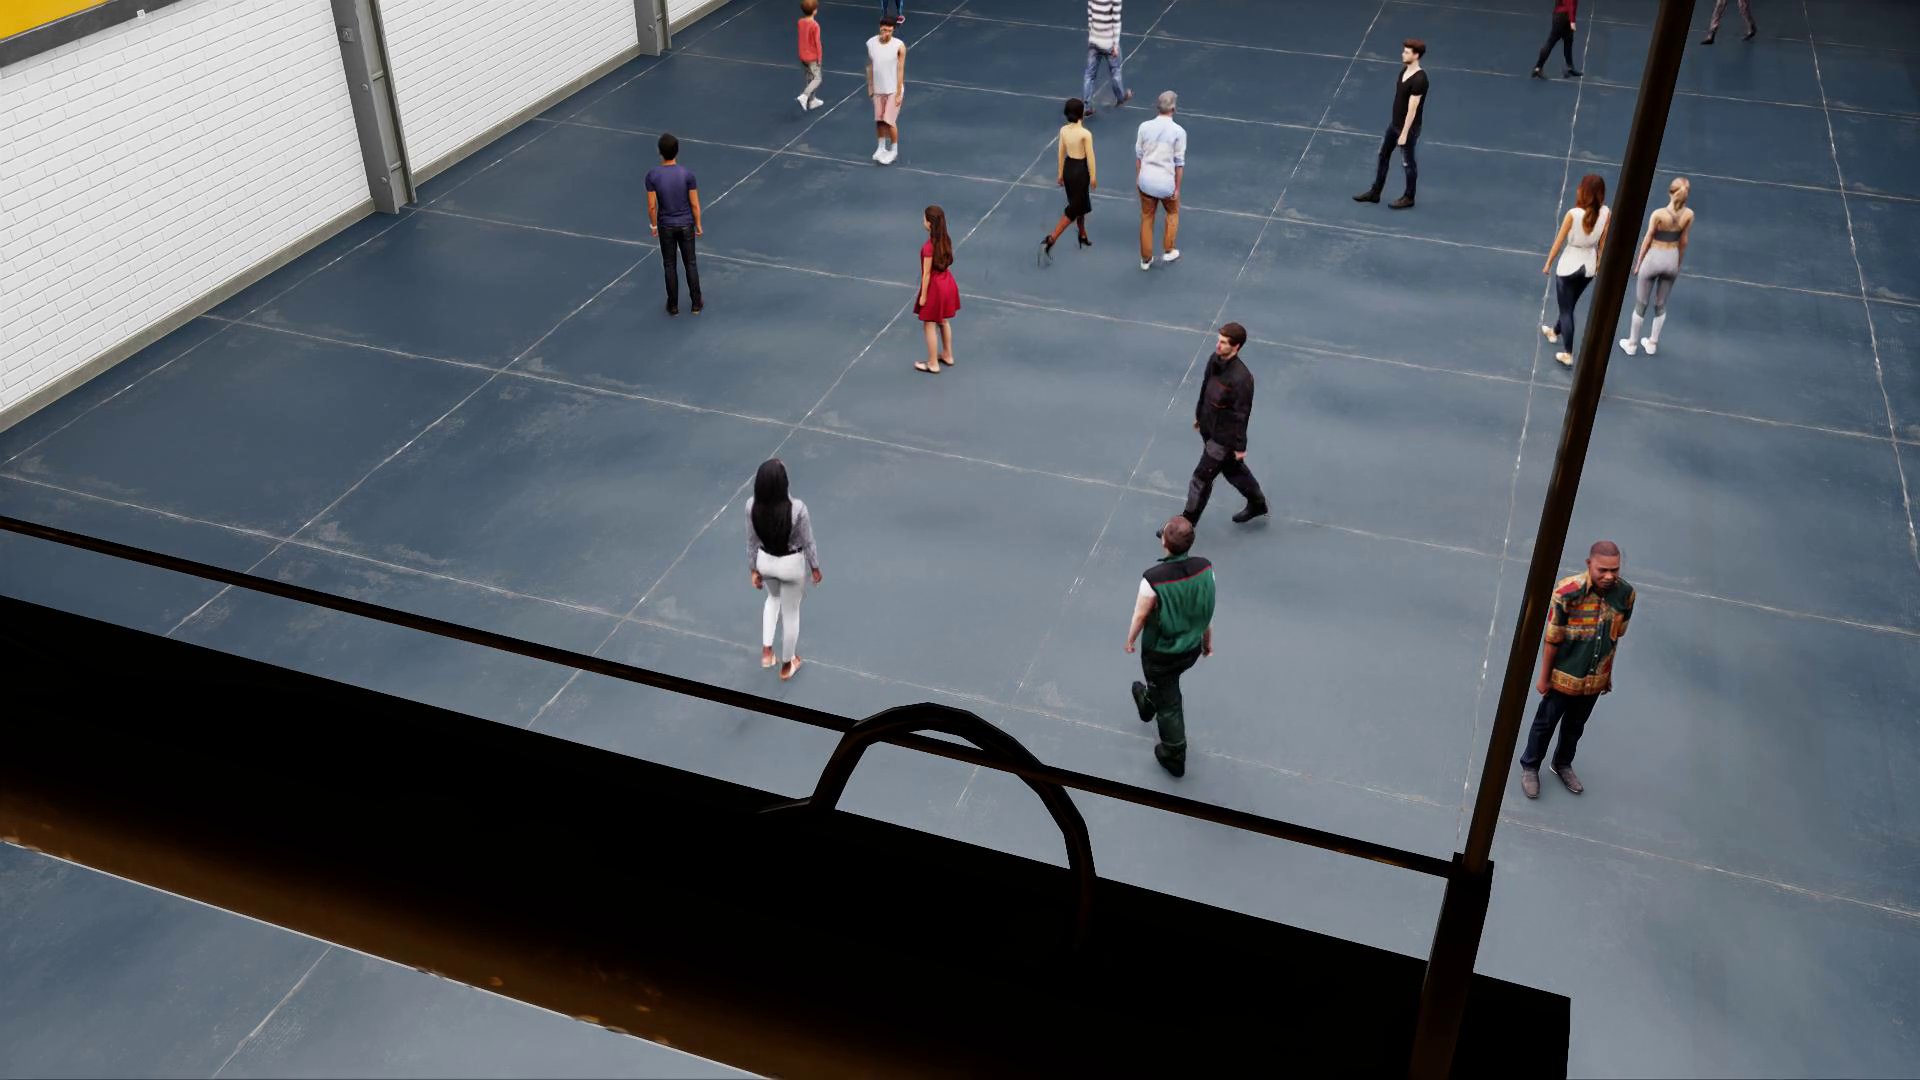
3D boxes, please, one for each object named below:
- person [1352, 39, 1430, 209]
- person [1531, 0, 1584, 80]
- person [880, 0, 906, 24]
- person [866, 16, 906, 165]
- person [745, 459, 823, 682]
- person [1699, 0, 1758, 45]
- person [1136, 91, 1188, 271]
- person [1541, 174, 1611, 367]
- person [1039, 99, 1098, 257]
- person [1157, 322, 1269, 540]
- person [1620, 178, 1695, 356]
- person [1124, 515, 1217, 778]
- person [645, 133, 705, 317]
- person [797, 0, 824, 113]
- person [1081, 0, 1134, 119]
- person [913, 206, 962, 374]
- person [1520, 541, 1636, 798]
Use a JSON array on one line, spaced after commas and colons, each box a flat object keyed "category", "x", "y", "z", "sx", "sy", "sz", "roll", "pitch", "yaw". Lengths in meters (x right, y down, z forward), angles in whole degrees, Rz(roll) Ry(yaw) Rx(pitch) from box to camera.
[{"category": "person", "x": 4.921, "y": -4.494, "z": 18.052, "sx": 1.016, "sy": 1.875, "sz": 1.009, "roll": -4, "pitch": 34, "yaw": -6}, {"category": "person", "x": 7.793, "y": -6.827, "z": 21.783, "sx": 0.733, "sy": 1.632, "sz": 0.861, "roll": 7, "pitch": 34, "yaw": 10}, {"category": "person", "x": -1.006, "y": -8.337, "z": 23.959, "sx": 0.641, "sy": 1.737, "sz": 0.658, "roll": -3, "pitch": 34, "yaw": -5}, {"category": "person", "x": -0.807, "y": -5.220, "z": 19.256, "sx": 0.675, "sy": 1.752, "sz": 0.694, "roll": 23, "pitch": 40, "yaw": 30}, {"category": "person", "x": -1.215, "y": 0.246, "z": 11.067, "sx": 0.587, "sy": 1.713, "sz": 0.608, "roll": 11, "pitch": 35, "yaw": 16}, {"category": "person", "x": 10.879, "y": -7.699, "z": 23.050, "sx": 1.114, "sy": 1.681, "sz": 1.094, "roll": -13, "pitch": 36, "yaw": -19}, {"category": "person", "x": 1.981, "y": -3.576, "z": 16.732, "sx": 0.679, "sy": 1.807, "sz": 0.700, "roll": 11, "pitch": 35, "yaw": 16}, {"category": "person", "x": 5.586, "y": -2.385, "z": 15.023, "sx": 0.908, "sy": 1.716, "sz": 1.069, "roll": -5, "pitch": 34, "yaw": -7}, {"category": "person", "x": 1.129, "y": -3.657, "z": 17.020, "sx": 1.081, "sy": 1.623, "sz": 0.881, "roll": -25, "pitch": 41, "yaw": -32}, {"category": "person", "x": 2.070, "y": -0.813, "z": 12.589, "sx": 1.193, "sy": 1.793, "sz": 1.245, "roll": -8, "pitch": 34, "yaw": -12}, {"category": "person", "x": 6.393, "y": -2.492, "z": 15.196, "sx": 0.624, "sy": 1.704, "sz": 0.636, "roll": 0, "pitch": 34, "yaw": 0}, {"category": "person", "x": 1.340, "y": 0.701, "z": 10.298, "sx": 1.066, "sy": 1.808, "sz": 1.137, "roll": -13, "pitch": 36, "yaw": -19}, {"category": "person", "x": -2.716, "y": -3.007, "z": 15.885, "sx": 0.719, "sy": 1.797, "sz": 0.714, "roll": -6, "pitch": 34, "yaw": -9}, {"category": "person", "x": -1.915, "y": -6.044, "z": 20.811, "sx": 0.655, "sy": 1.403, "sz": 0.829, "roll": 23, "pitch": 40, "yaw": 30}, {"category": "person", "x": 1.711, "y": -6.104, "z": 20.536, "sx": 0.859, "sy": 1.808, "sz": 1.194, "roll": 21, "pitch": 39, "yaw": 29}, {"category": "person", "x": -0.197, "y": -2.265, "z": 14.996, "sx": 0.690, "sy": 1.546, "sz": 0.615, "roll": 21, "pitch": 39, "yaw": 28}, {"category": "person", "x": 3.775, "y": 0.771, "z": 10.192, "sx": 0.808, "sy": 1.808, "sz": 0.821, "roll": -4, "pitch": 34, "yaw": -6}]
